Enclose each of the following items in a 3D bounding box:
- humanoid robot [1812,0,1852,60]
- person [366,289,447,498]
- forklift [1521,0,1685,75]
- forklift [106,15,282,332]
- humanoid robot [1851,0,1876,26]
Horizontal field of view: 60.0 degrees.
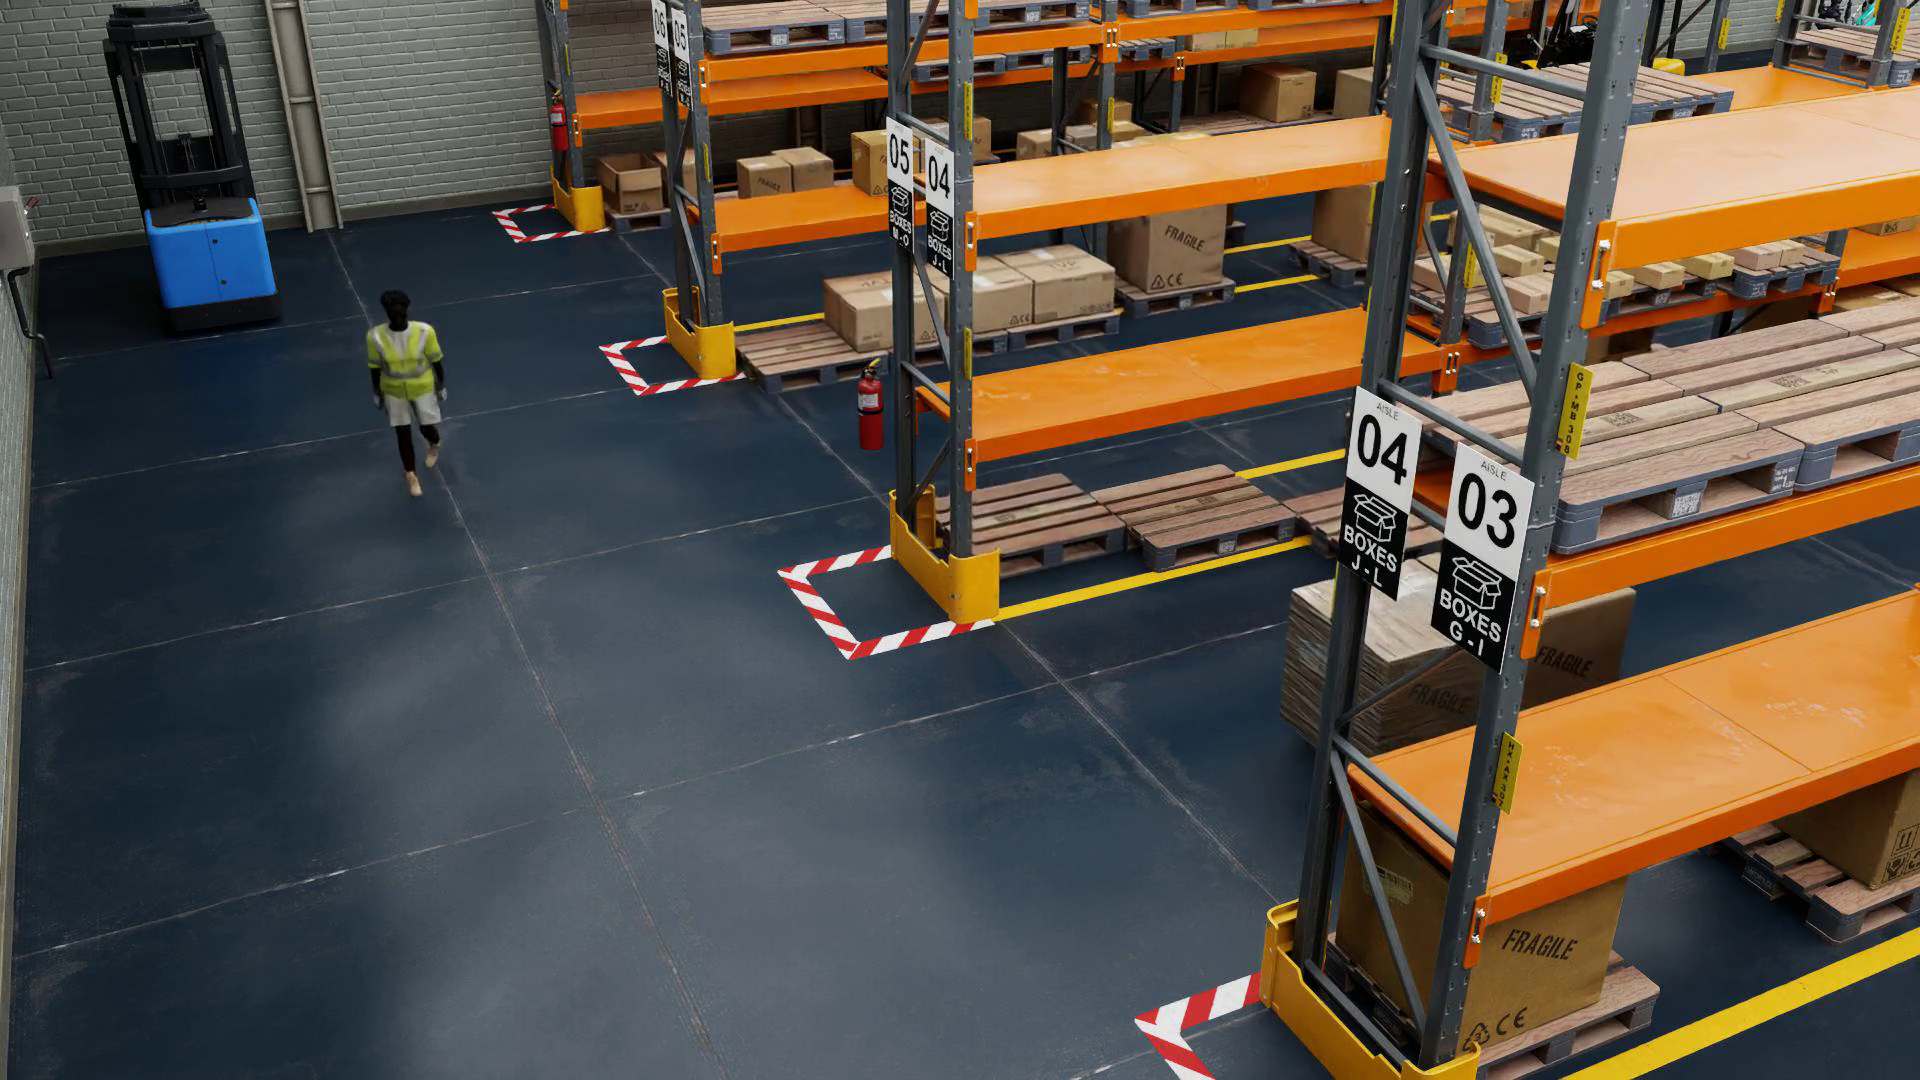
[{"bbox_3d":[13.865,-8.303,26.458,0.315,1.657,0.599,-12,30,-22],"label":"humanoid robot"},{"bbox_3d":[-4.242,-1.182,12.828,0.561,1.674,0.508,-7,28,-13],"label":"person"},{"bbox_3d":[8.950,-6.807,23.056,1.214,2.155,2.313,-12,30,-22],"label":"forklift"},{"bbox_3d":[-7.548,-3.672,16.323,1.129,2.768,1.873,-12,30,-22],"label":"forklift"},{"bbox_3d":[14.727,-8.647,26.923,0.735,1.677,0.533,-12,30,-22],"label":"humanoid robot"}]
